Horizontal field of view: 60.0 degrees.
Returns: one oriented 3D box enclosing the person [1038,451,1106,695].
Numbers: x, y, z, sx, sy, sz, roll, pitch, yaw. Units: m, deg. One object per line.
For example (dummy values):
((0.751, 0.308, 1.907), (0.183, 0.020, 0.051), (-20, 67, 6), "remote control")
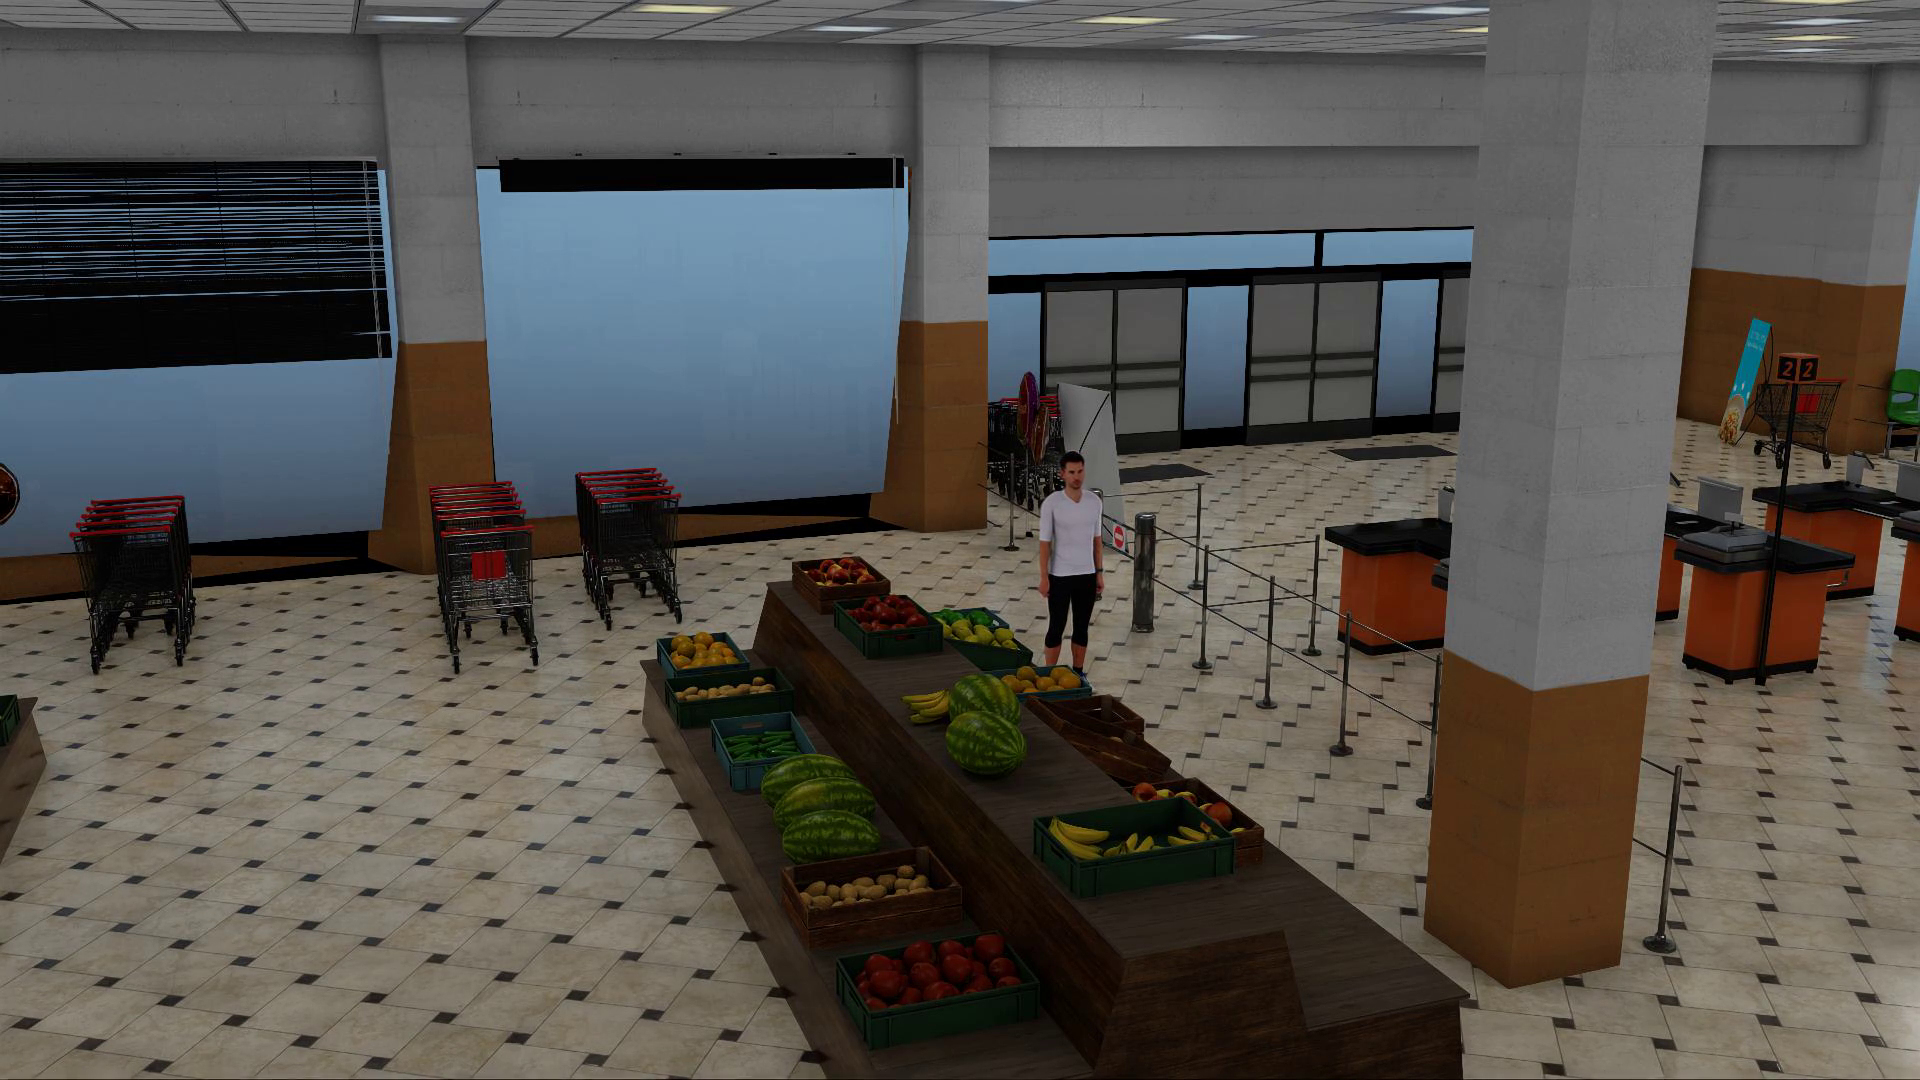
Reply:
((0.835, 0.244, 12.463), (0.666, 1.851, 0.526), (-5, 14, -19), "person")
